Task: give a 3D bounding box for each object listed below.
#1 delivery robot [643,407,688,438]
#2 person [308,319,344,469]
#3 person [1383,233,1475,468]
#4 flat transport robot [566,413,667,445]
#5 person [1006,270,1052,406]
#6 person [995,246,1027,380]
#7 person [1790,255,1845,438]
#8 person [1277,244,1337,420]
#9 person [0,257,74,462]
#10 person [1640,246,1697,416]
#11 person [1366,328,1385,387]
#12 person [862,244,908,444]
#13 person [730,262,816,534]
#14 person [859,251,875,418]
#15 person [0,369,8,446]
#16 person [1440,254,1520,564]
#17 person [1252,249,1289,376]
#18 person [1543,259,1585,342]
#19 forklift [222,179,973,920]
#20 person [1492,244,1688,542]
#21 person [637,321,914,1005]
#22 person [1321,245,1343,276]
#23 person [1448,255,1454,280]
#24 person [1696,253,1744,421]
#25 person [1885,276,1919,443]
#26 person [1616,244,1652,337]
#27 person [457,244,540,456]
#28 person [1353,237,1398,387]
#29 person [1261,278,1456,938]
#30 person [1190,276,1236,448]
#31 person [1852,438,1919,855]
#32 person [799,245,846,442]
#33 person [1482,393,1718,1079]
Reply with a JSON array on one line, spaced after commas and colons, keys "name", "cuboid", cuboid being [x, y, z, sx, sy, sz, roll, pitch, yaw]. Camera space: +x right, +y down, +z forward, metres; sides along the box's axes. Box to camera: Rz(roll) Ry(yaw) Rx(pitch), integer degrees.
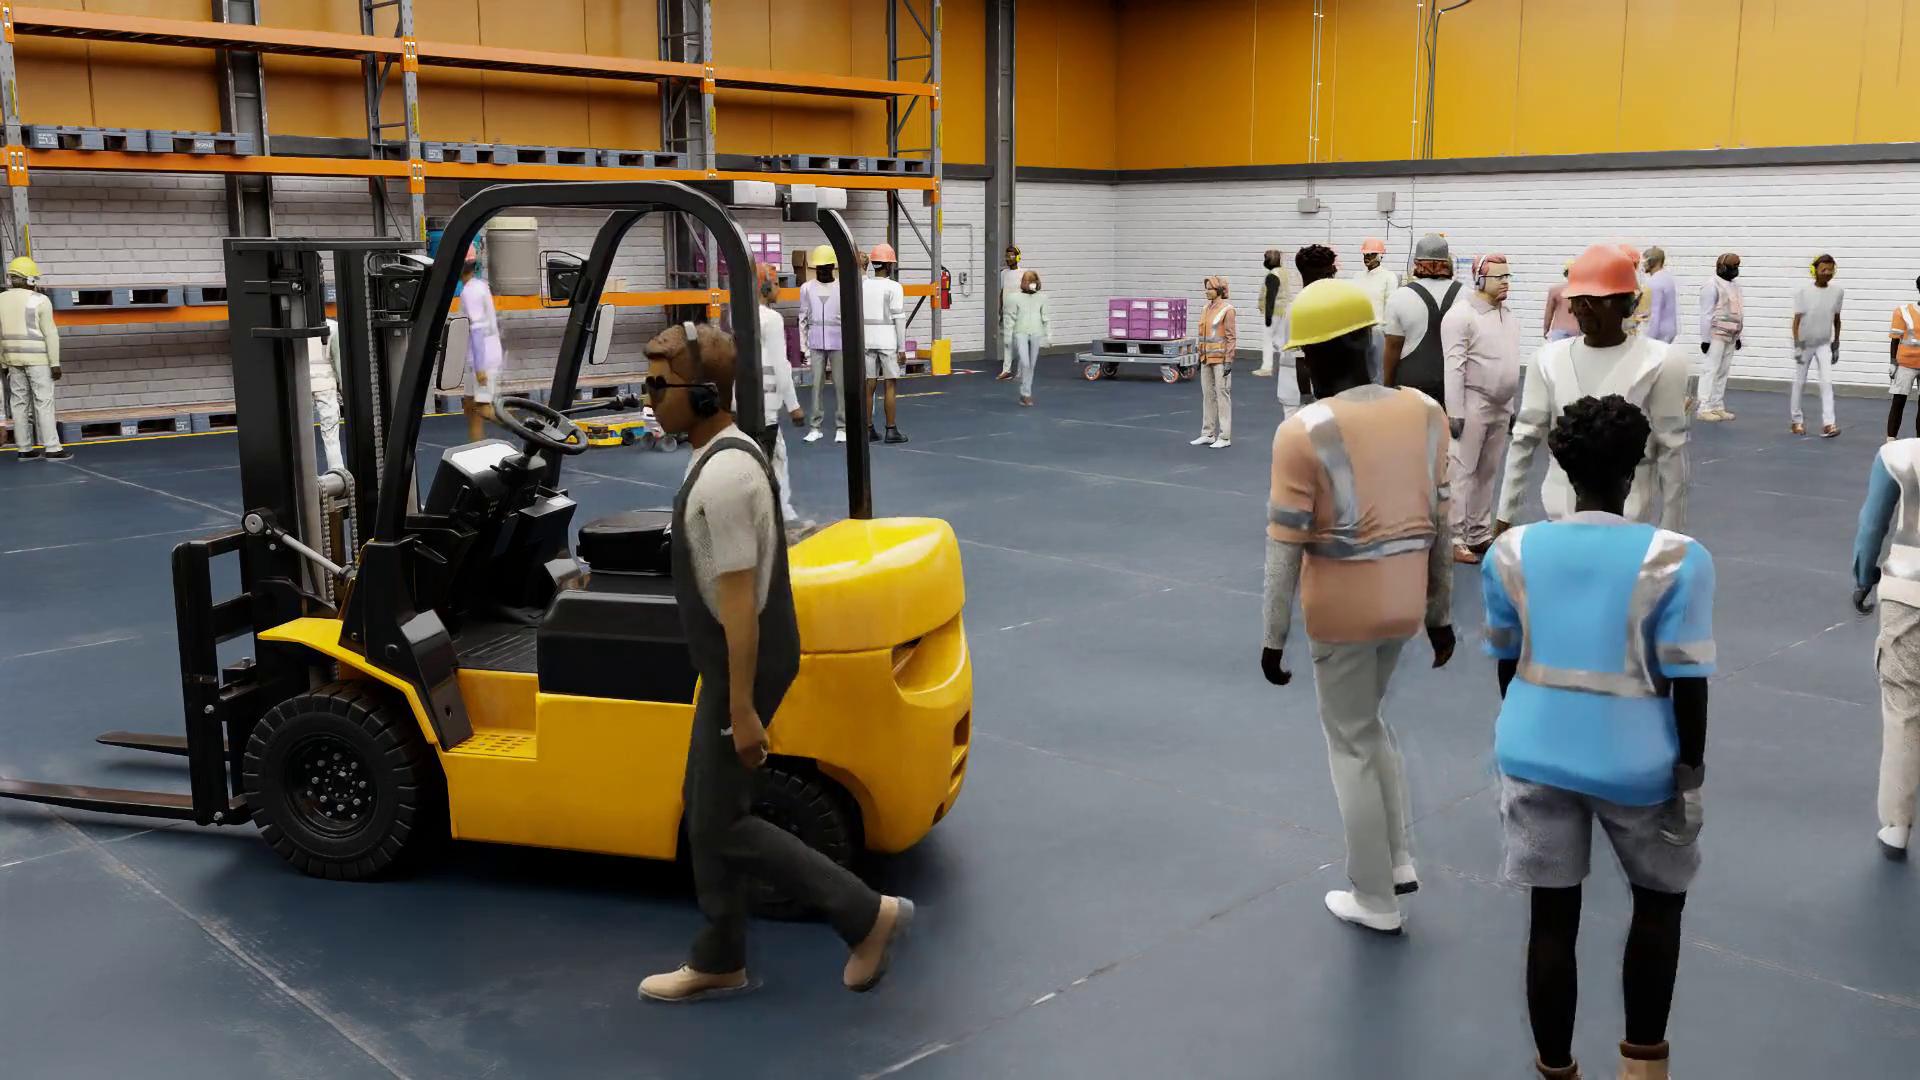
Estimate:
[{"name": "delivery robot", "cuboid": [-2.678, -1.182, 15.790, 0.477, 0.478, 0.707, 6, 12, 30]}, {"name": "person", "cuboid": [-5.052, -1.159, 12.969, 0.523, 1.636, 0.310, -4, 11, -19]}, {"name": "person", "cuboid": [3.253, -1.118, 11.641, 0.673, 2.000, 0.536, 0, 10, -3]}, {"name": "flat transport robot", "cuboid": [-3.263, -1.117, 16.465, 0.652, 0.197, 1.431, 8, 13, 36]}, {"name": "person", "cuboid": [0.843, -2.374, 19.631, 0.533, 1.606, 0.655, -4, 11, -21]}, {"name": "person", "cuboid": [0.739, -3.173, 23.314, 0.514, 1.872, 0.328, 8, 13, 36]}, {"name": "person", "cuboid": [8.584, -1.926, 16.639, 0.531, 1.820, 0.954, 2, 11, 10]}, {"name": "person", "cuboid": [2.245, -0.925, 10.789, 0.369, 1.967, 0.601, 2, 11, 13]}, {"name": "person", "cuboid": [-8.321, -1.606, 14.894, 0.591, 1.824, 0.404, 2, 11, 9]}, {"name": "person", "cuboid": [7.421, -2.130, 17.504, 0.618, 1.912, 0.641, 7, 13, 35]}, {"name": "person", "cuboid": [2.902, -1.051, 12.412, 0.504, 1.627, 0.290, 2, 11, 12]}, {"name": "person", "cuboid": [-0.755, -1.909, 16.237, 0.553, 1.935, 0.362, 6, 12, 29]}, {"name": "person", "cuboid": [-1.380, -0.907, 11.014, 0.903, 1.854, 0.574, -6, 12, -29]}, {"name": "person", "cuboid": [-1.075, -2.269, 18.444, 0.378, 1.844, 0.569, 1, 10, 6]}, {"name": "person", "cuboid": [-5.969, -0.734, 9.859, 0.562, 1.918, 0.554, -4, 11, -20]}, {"name": "person", "cuboid": [3.265, -0.816, 10.363, 0.638, 1.909, 0.408, -8, 13, -38]}, {"name": "person", "cuboid": [4.547, -3.269, 23.957, 0.535, 1.822, 0.642, 4, 11, 23]}, {"name": "person", "cuboid": [7.524, -2.602, 20.608, 0.537, 1.718, 0.906, 3, 11, 17]}, {"name": "forklift", "cuboid": [-1.114, -0.058, 5.440, 2.313, 2.155, 1.214, 2, 11, 13]}, {"name": "person", "cuboid": [2.390, -0.125, 6.377, 1.064, 1.982, 0.637, -9, 14, -42]}, {"name": "person", "cuboid": [-0.501, 0.346, 4.263, 0.636, 1.821, 0.549, -1, 10, -5]}, {"name": "person", "cuboid": [3.230, -1.681, 14.991, 0.373, 1.934, 0.551, 2, 11, 8]}, {"name": "person", "cuboid": [3.590, -1.259, 12.801, 0.972, 1.893, 0.644, 8, 13, 36]}, {"name": "person", "cuboid": [8.332, -2.216, 18.210, 0.630, 1.835, 0.429, -8, 13, -37]}, {"name": "person", "cuboid": [8.710, -1.580, 15.110, 0.533, 1.692, 0.319, 2, 11, 13]}, {"name": "person", "cuboid": [6.236, -1.813, 15.710, 0.359, 1.939, 0.543, -4, 11, -20]}, {"name": "person", "cuboid": [-3.936, -1.532, 14.010, 0.785, 2.008, 0.653, -3, 11, -14]}, {"name": "person", "cuboid": [4.536, -2.334, 18.396, 0.376, 1.995, 0.609, -8, 13, -37]}, {"name": "person", "cuboid": [1.131, 0.206, 4.797, 0.618, 1.895, 0.482, -5, 12, -27]}, {"name": "person", "cuboid": [2.439, -1.697, 15.895, 0.307, 1.639, 0.525, -5, 12, -26]}, {"name": "person", "cuboid": [3.294, 0.211, 5.598, 0.530, 1.600, 0.850, 6, 12, 29]}, {"name": "person", "cuboid": [-1.295, -1.911, 16.280, 0.591, 1.923, 0.381, 2, 11, 13]}, {"name": "person", "cuboid": [1.433, 0.511, 3.767, 0.543, 1.662, 0.471, 8, 13, 38]}]
